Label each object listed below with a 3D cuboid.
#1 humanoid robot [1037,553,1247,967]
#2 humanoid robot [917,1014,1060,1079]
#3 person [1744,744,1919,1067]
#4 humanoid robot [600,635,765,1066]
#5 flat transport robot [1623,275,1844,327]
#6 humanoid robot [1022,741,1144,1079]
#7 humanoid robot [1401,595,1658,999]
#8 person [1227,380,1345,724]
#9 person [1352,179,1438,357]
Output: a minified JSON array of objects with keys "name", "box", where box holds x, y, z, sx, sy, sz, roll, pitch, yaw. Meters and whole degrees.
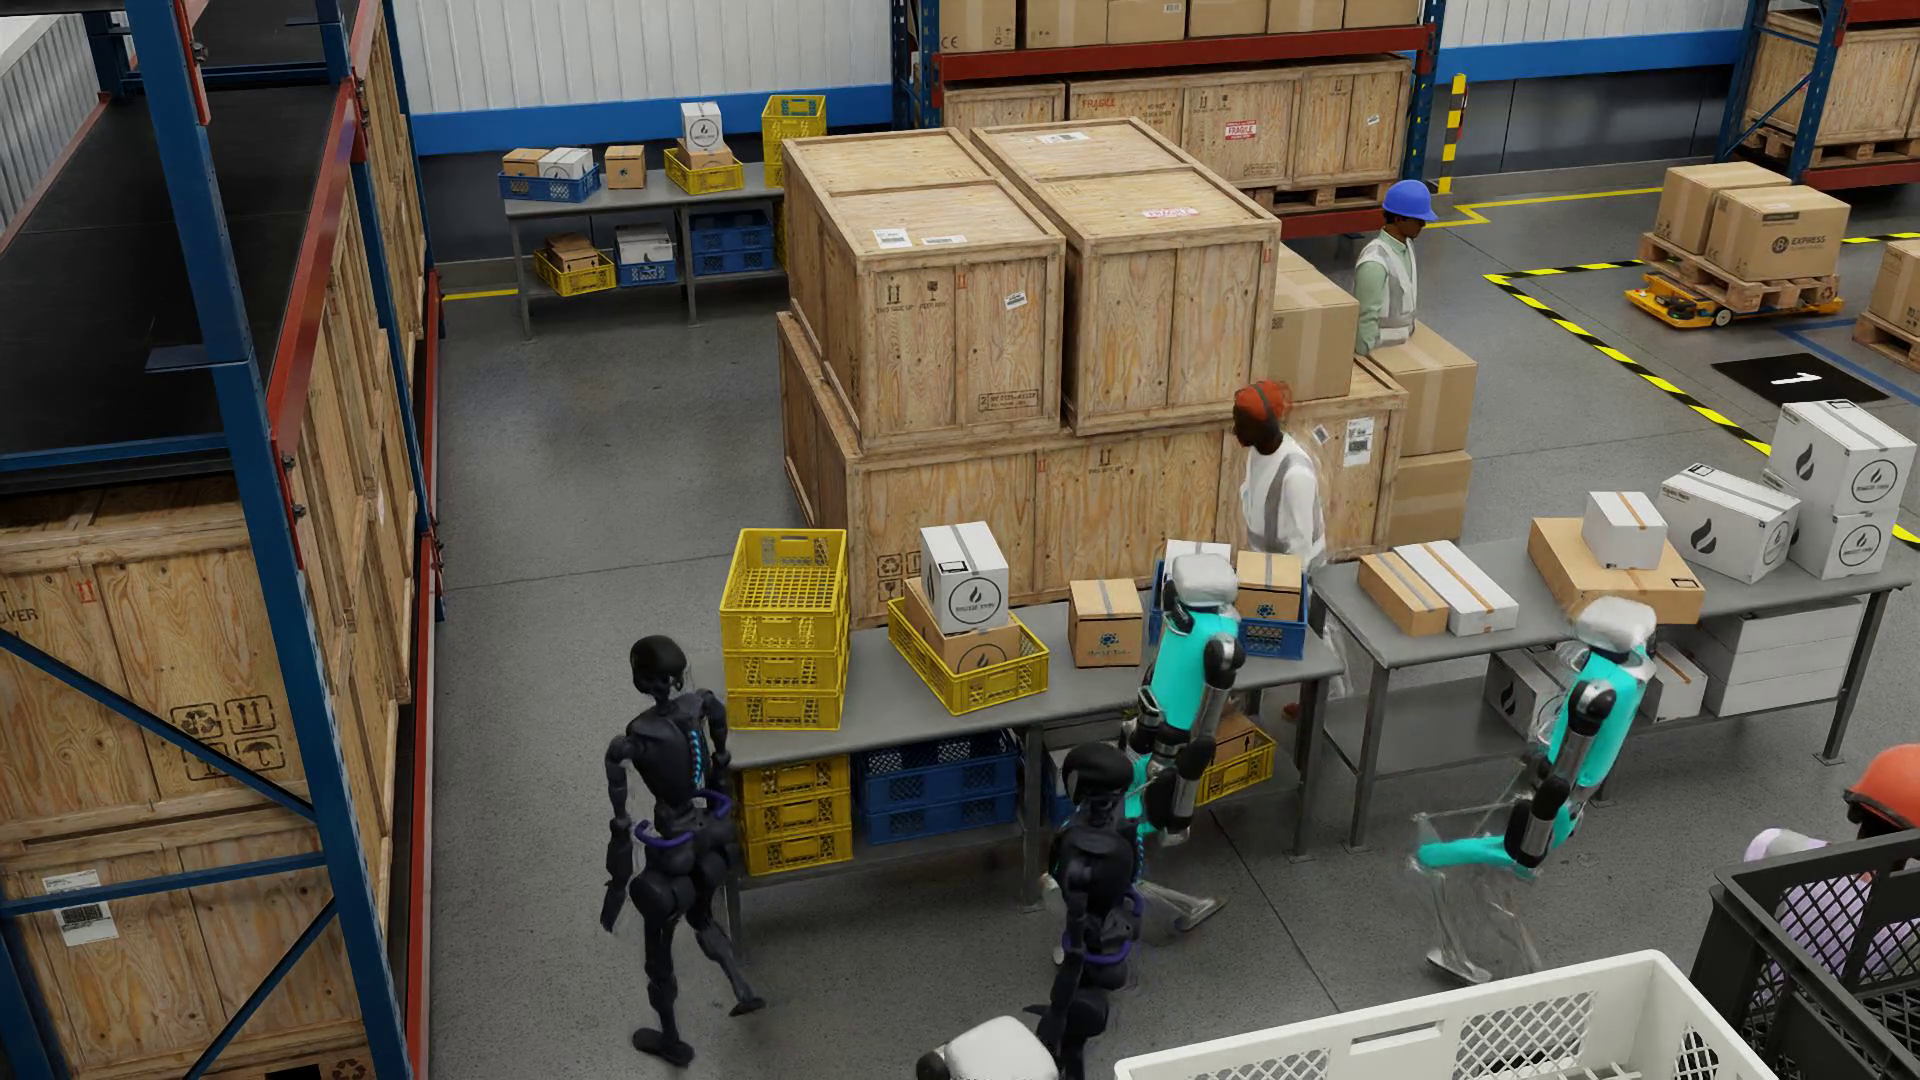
[{"name":"humanoid robot","box":[0.582,0.863,6.000,0.968,1.710,0.532,-6,29,-11]},{"name":"humanoid robot","box":[-0.060,1.952,3.990,0.687,1.734,0.535,-23,36,-35]},{"name":"person","box":[2.418,1.427,4.709,0.403,2.031,0.609,-24,37,-36]},{"name":"humanoid robot","box":[-0.924,1.093,5.674,0.445,1.642,0.602,19,34,30]},{"name":"flat transport robot","box":[5.795,-1.852,12.449,1.431,0.197,0.652,-7,30,-13]},{"name":"humanoid robot","box":[0.452,1.320,5.255,0.467,1.641,0.608,8,30,15]},{"name":"humanoid robot","box":[1.932,0.940,5.918,0.791,1.799,0.537,21,35,33]},{"name":"person","box":[1.326,0.140,7.275,1.073,1.795,0.587,-3,29,-5]},{"name":"person","box":[2.362,-1.073,9.338,0.412,1.939,0.602,17,33,28]}]
